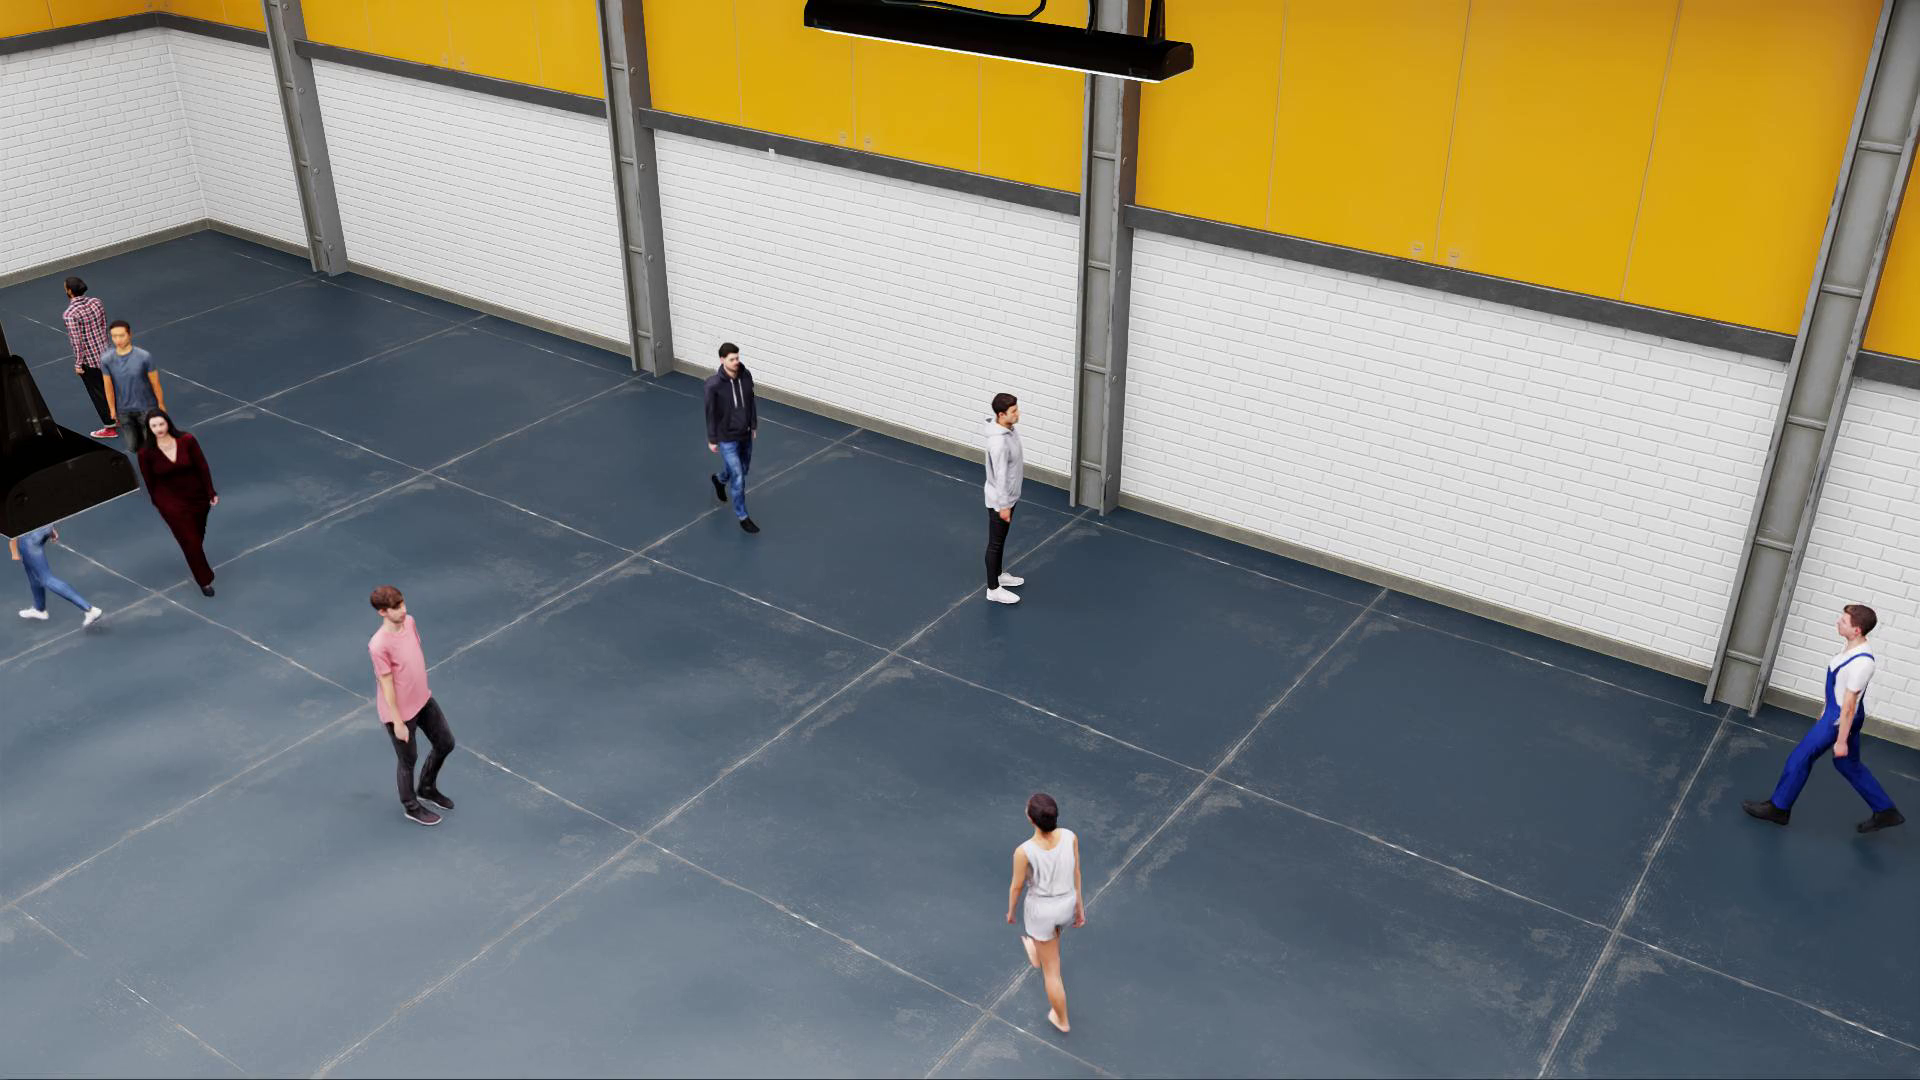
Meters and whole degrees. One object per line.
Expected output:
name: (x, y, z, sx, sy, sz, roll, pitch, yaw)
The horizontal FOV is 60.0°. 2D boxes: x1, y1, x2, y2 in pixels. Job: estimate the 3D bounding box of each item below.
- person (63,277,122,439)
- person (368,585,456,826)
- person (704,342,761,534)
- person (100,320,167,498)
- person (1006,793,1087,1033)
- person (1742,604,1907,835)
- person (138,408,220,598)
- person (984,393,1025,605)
person: (-9.127, -1.939, 17.512, 0.724, 1.761, 0.767, 6, 29, 10)
person: (-3.951, 1.153, 11.655, 0.747, 1.943, 0.751, 8, 30, 14)
person: (-2.185, -1.015, 15.711, 0.866, 1.864, 1.203, -22, 36, -35)
person: (-8.076, -1.331, 16.366, 0.989, 1.793, 1.059, -6, 29, -11)
person: (0.582, 2.275, 9.975, 0.891, 1.581, 1.087, -12, 31, -21)
person: (6.197, 1.298, 11.525, 1.294, 1.813, 0.780, 14, 32, 24)
person: (-6.909, -0.395, 14.733, 0.847, 1.712, 1.171, -23, 36, -35)
person: (0.358, -0.390, 14.498, 0.756, 1.930, 0.769, 4, 29, 8)
